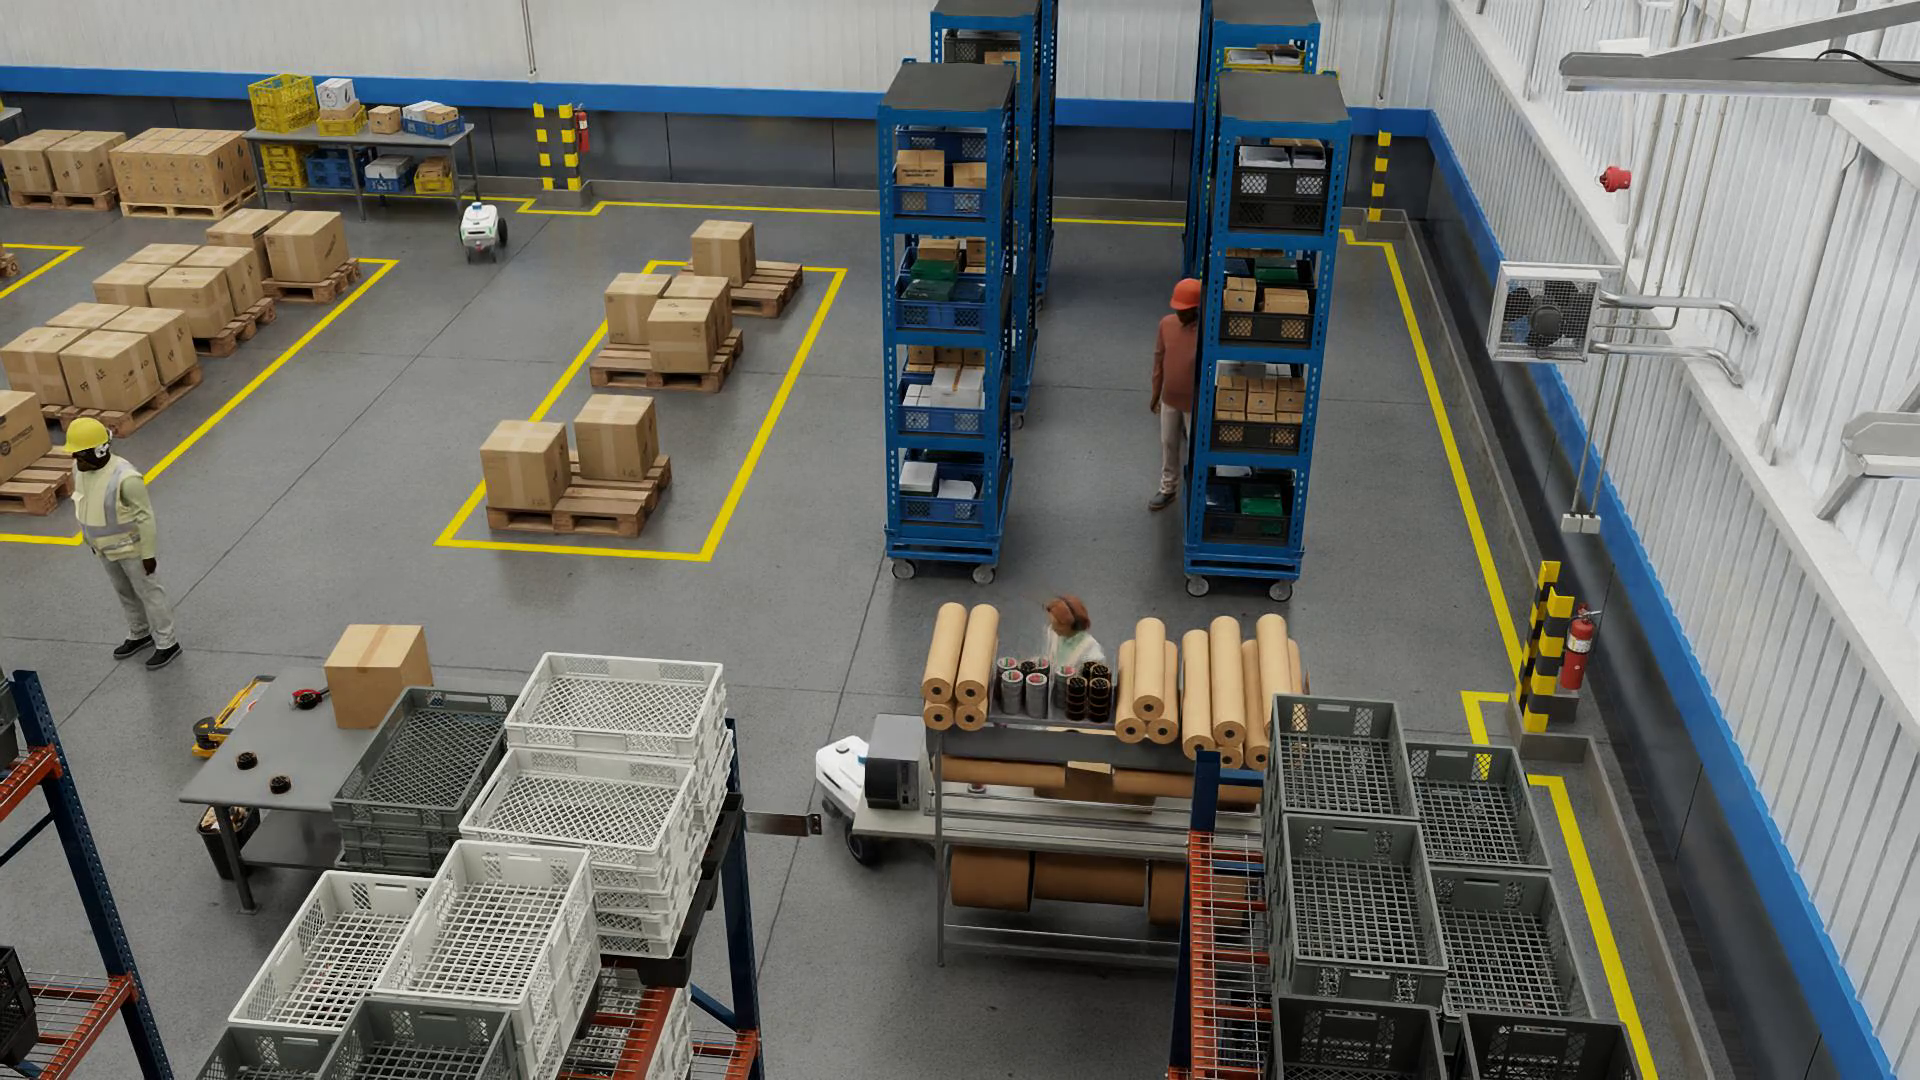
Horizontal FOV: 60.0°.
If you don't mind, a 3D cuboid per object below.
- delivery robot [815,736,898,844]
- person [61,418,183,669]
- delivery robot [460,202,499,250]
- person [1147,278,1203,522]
[{"bbox_3d":[-0.548,1.441,9.801,0.477,0.478,0.707,-21,36,-31],"label":"delivery robot"},{"bbox_3d":[-5.602,0.016,11.076,0.602,1.830,0.404,14,33,23],"label":"person"},{"bbox_3d":[-5.260,-3.455,18.210,0.477,0.478,0.707,-5,31,-8],"label":"delivery robot"},{"bbox_3d":[1.714,-1.086,12.819,0.613,1.986,0.401,26,39,36],"label":"person"}]
